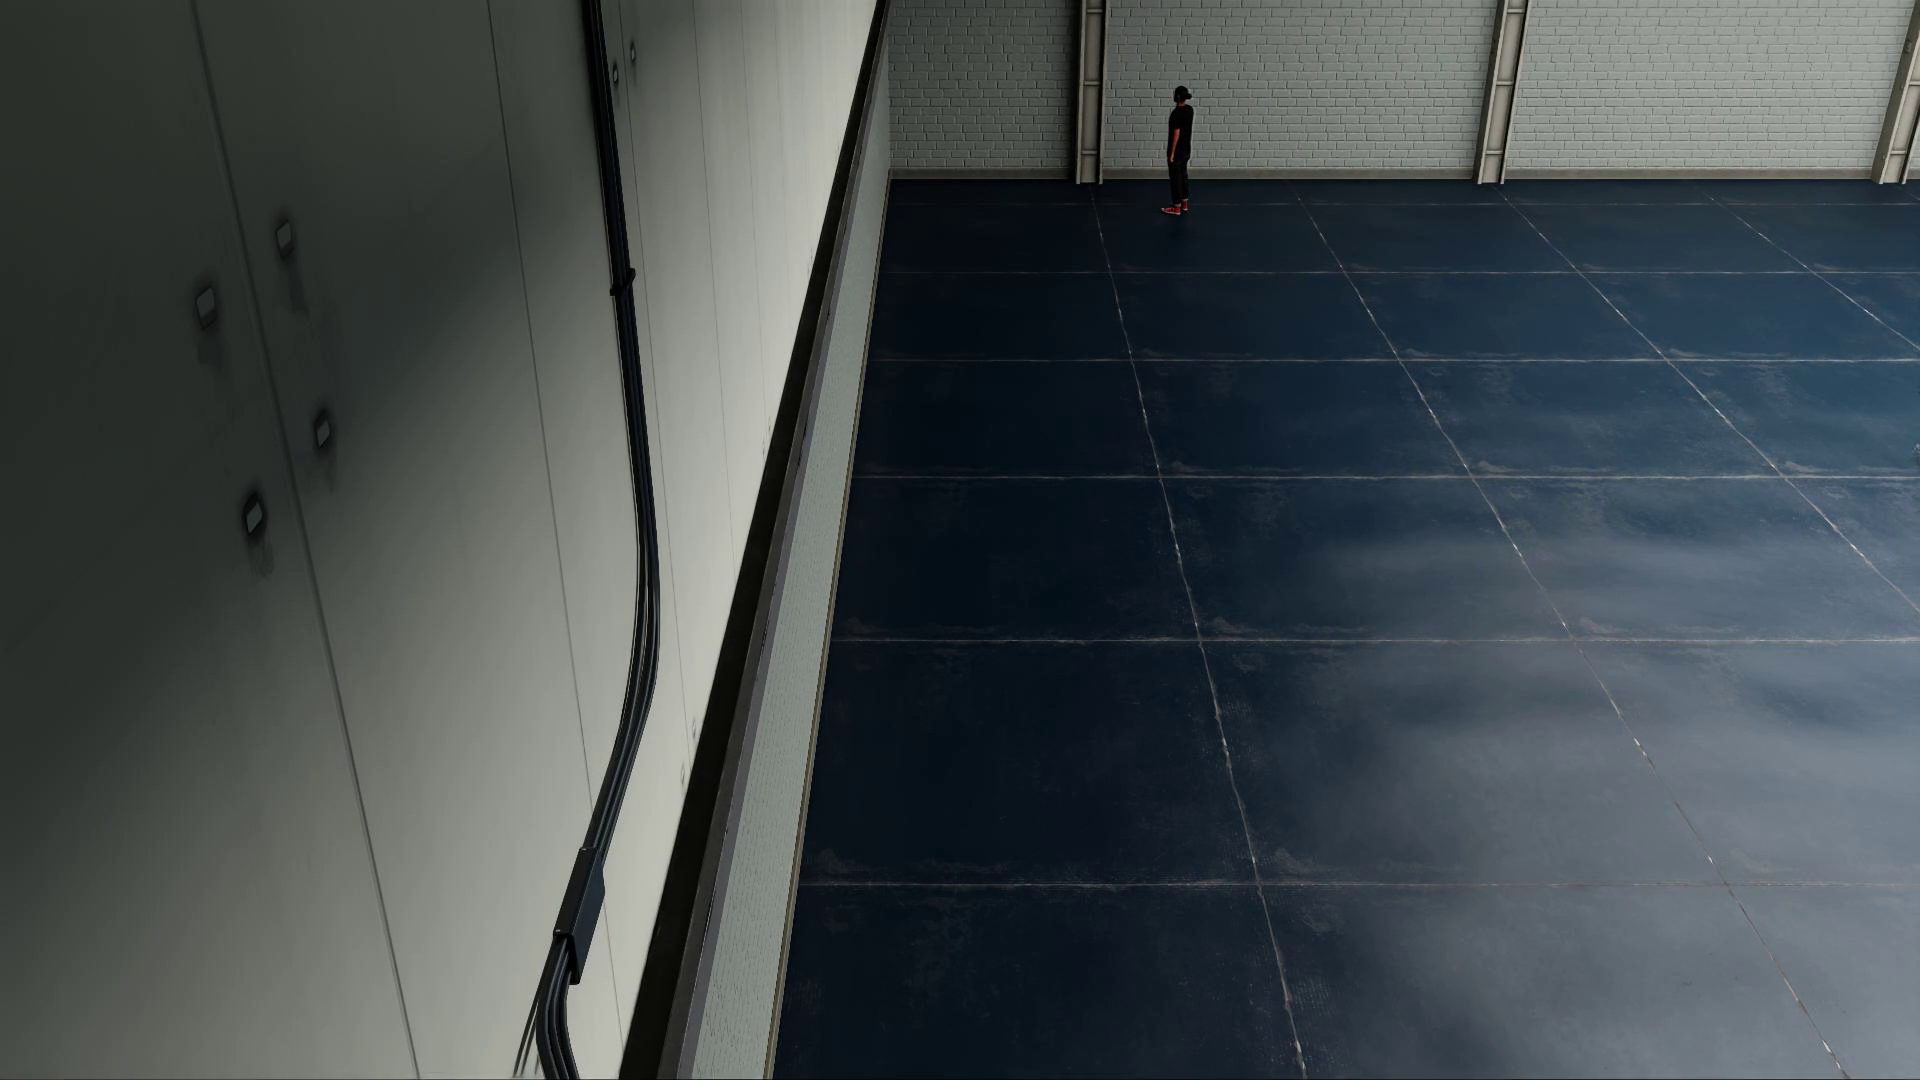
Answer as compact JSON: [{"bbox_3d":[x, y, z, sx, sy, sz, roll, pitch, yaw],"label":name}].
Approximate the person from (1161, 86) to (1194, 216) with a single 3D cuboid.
[{"bbox_3d":[3.055,-5.442,23.193,0.731,1.757,0.708,18,33,30],"label":"person"}]
